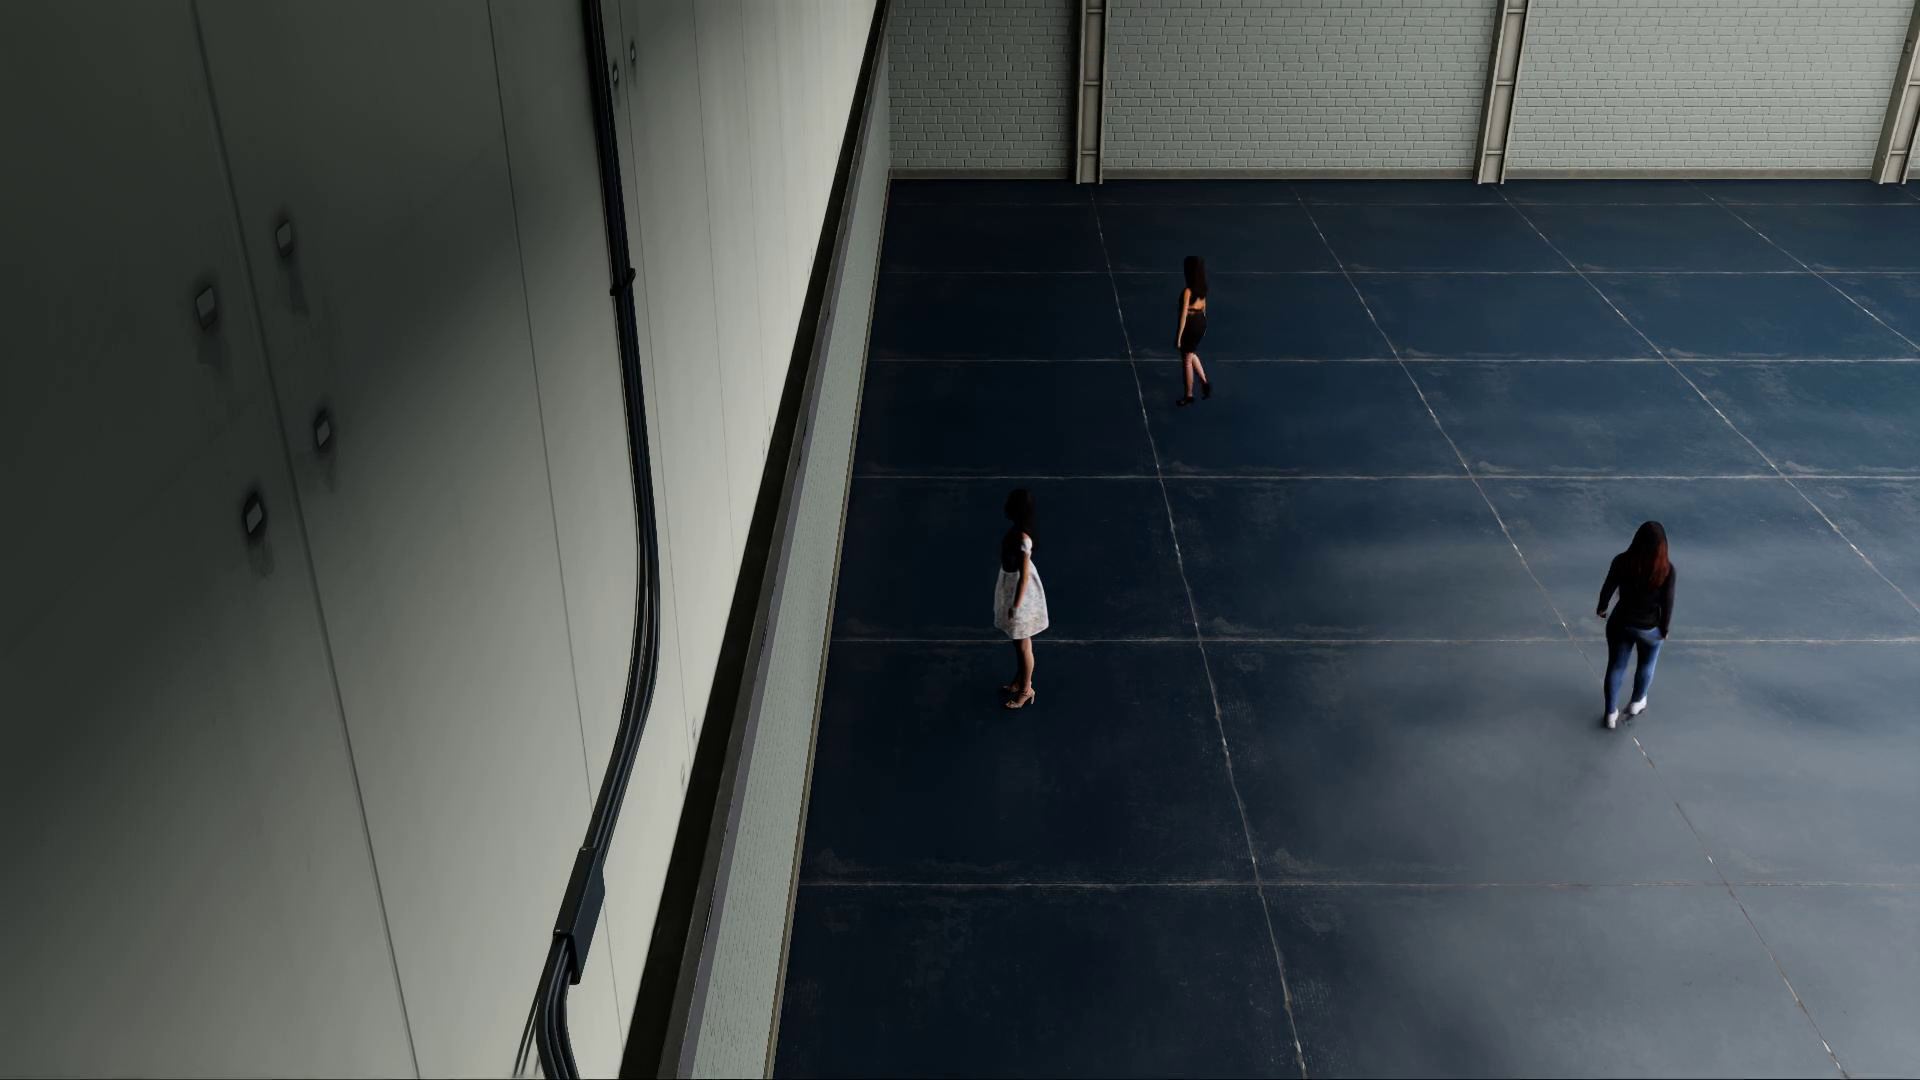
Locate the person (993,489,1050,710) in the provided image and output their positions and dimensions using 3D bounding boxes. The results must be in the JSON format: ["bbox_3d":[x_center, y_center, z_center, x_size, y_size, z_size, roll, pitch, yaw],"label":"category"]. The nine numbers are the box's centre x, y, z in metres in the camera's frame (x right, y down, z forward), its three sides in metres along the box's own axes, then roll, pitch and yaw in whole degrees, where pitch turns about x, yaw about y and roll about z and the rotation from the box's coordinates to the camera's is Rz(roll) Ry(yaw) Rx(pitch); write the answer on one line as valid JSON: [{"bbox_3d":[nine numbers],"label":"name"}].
[{"bbox_3d":[0.431,0.425,12.160,0.615,1.774,0.635,1,28,1],"label":"person"}]

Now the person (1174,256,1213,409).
[{"bbox_3d":[2.449,-2.099,17.042,0.817,1.640,0.756,24,36,37],"label":"person"}]

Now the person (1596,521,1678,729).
[{"bbox_3d":[4.821,0.643,11.910,0.851,1.624,0.904,15,32,26],"label":"person"}]
